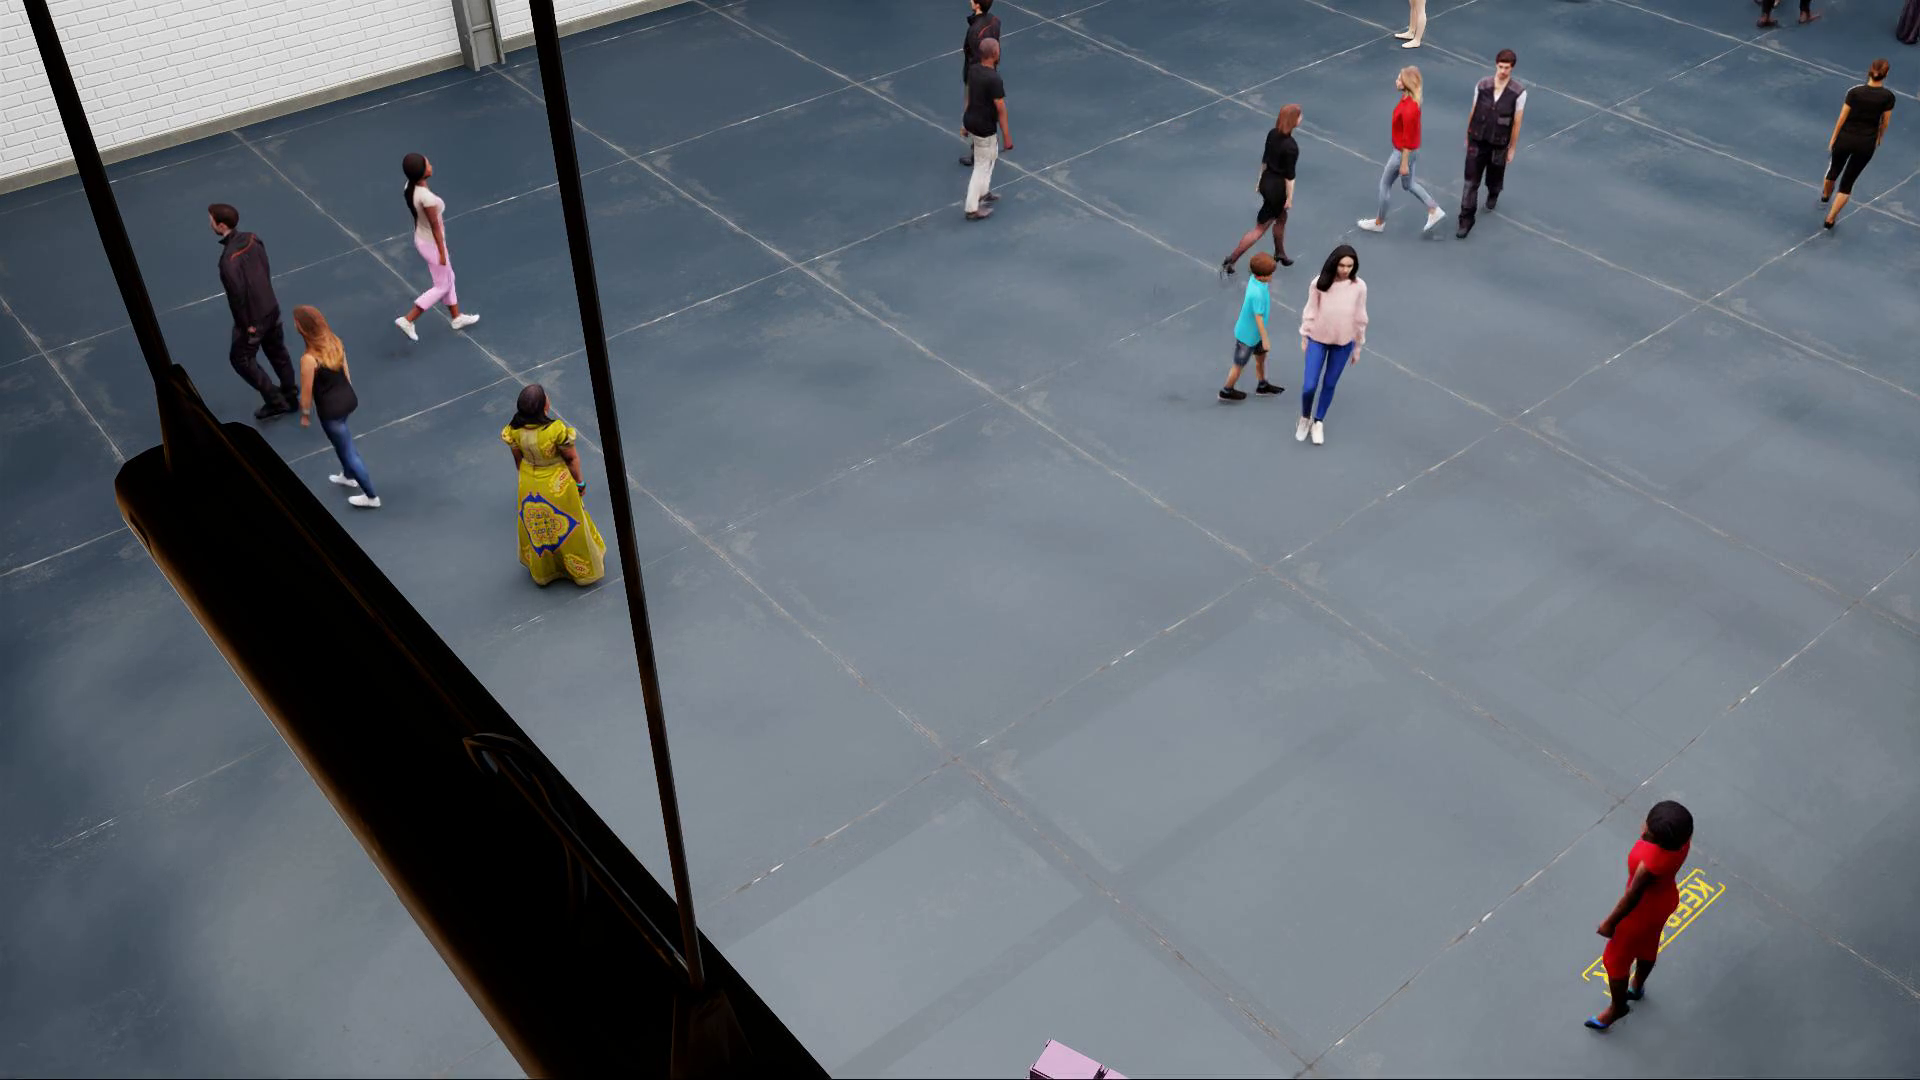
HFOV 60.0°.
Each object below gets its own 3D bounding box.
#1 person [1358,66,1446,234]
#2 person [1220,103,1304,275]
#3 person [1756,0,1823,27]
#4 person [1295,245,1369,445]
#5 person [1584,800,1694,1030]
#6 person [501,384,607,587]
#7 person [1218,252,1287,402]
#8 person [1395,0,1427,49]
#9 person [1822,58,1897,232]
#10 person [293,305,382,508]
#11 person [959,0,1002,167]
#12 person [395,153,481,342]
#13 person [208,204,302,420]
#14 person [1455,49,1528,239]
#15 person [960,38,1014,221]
[{"bbox_3d":[4.310,-3.669,15.840,1.015,1.685,1.069,10,40,13],"label":"person"},{"bbox_3d":[2.794,-3.151,15.208,1.111,1.665,0.840,-13,40,-16],"label":"person"},{"bbox_3d":[10.012,-7.049,19.982,1.159,1.799,0.974,-9,40,-12],"label":"person"},{"bbox_3d":[2.928,-1.587,13.173,0.762,1.761,0.811,5,39,7],"label":"person"},{"bbox_3d":[3.671,1.944,8.780,0.475,1.725,0.777,-22,44,-25],"label":"person"},{"bbox_3d":[-2.895,-0.385,11.749,0.997,1.660,1.042,6,39,7],"label":"person"},{"bbox_3d":[2.309,-1.729,13.621,0.864,1.423,0.815,3,39,4],"label":"person"},{"bbox_3d":[5.452,-6.661,19.620,0.648,1.644,0.616,-2,39,-3],"label":"person"},{"bbox_3d":[8.608,-3.781,16.023,0.796,1.633,1.111,22,44,25],"label":"person"},{"bbox_3d":[-4.602,-0.973,12.453,0.859,1.700,0.815,6,39,8],"label":"person"},{"bbox_3d":[0.222,-4.750,17.071,0.856,1.839,0.702,14,41,17],"label":"person"},{"bbox_3d":[-4.635,-2.495,14.340,0.991,1.724,0.589,-26,45,-29],"label":"person"},{"bbox_3d":[-5.594,-1.824,13.360,0.859,1.898,0.776,7,39,9],"label":"person"},{"bbox_3d":[5.092,-3.839,15.942,0.922,1.825,1.142,17,42,20],"label":"person"},{"bbox_3d":[0.141,-3.944,16.106,0.822,1.783,0.737,-18,42,-21],"label":"person"}]
